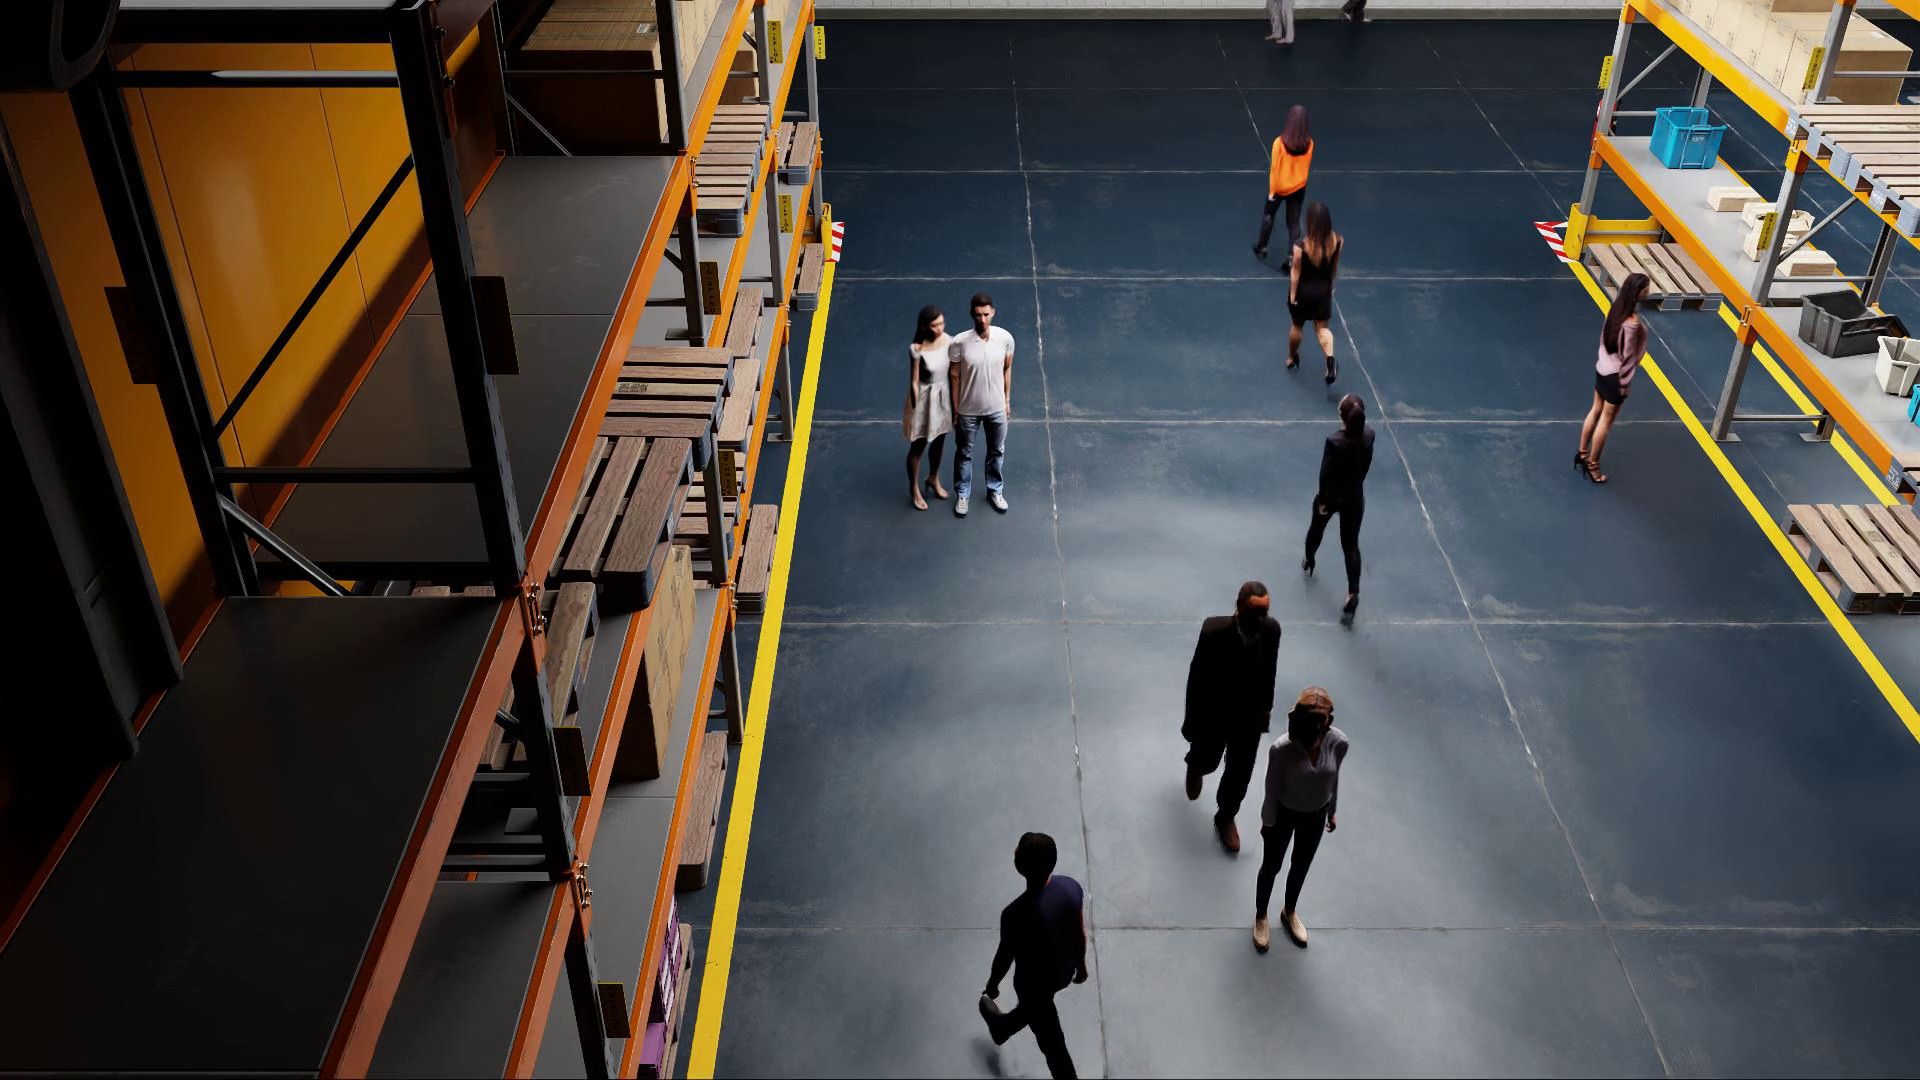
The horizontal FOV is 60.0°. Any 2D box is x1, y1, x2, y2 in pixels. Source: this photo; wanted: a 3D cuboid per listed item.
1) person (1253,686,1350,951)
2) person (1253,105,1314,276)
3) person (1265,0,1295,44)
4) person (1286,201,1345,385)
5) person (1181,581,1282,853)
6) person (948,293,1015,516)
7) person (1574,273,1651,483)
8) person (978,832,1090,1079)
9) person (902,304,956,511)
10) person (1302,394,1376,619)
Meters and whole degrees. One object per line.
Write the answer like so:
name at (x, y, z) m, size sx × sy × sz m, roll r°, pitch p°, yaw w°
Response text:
person at (1.869, 1.530, 9.211) m, size 0.616 × 1.795 × 0.538 m, roll -5°, pitch 34°, yaw -7°
person at (3.366, -3.515, 16.865) m, size 0.791 × 1.724 × 0.982 m, roll -10°, pitch 35°, yaw -15°
person at (4.677, -7.818, 23.311) m, size 0.672 × 1.755 × 0.586 m, roll 2°, pitch 34°, yaw 3°
person at (3.195, -2.162, 14.858) m, size 0.784 × 1.692 × 1.062 m, roll -8°, pitch 34°, yaw -11°
person at (1.591, 0.969, 9.966) m, size 0.773 × 1.895 × 0.968 m, roll -4°, pitch 34°, yaw -6°
person at (0.167, -1.077, 13.070) m, size 0.715 × 1.866 × 0.626 m, roll -6°, pitch 34°, yaw -9°
person at (5.279, -1.315, 13.476) m, size 0.678 × 1.811 × 0.464 m, roll -1°, pitch 34°, yaw -2°
person at (0.472, 2.217, 8.223) m, size 1.098 × 1.745 × 1.184 m, roll -26°, pitch 42°, yaw -34°
person at (-0.240, -1.047, 13.112) m, size 0.786 × 1.769 × 0.839 m, roll -28°, pitch 42°, yaw -35°
person at (2.791, -0.231, 11.972) m, size 0.741 × 1.672 × 1.111 m, roll -7°, pitch 34°, yaw -11°
